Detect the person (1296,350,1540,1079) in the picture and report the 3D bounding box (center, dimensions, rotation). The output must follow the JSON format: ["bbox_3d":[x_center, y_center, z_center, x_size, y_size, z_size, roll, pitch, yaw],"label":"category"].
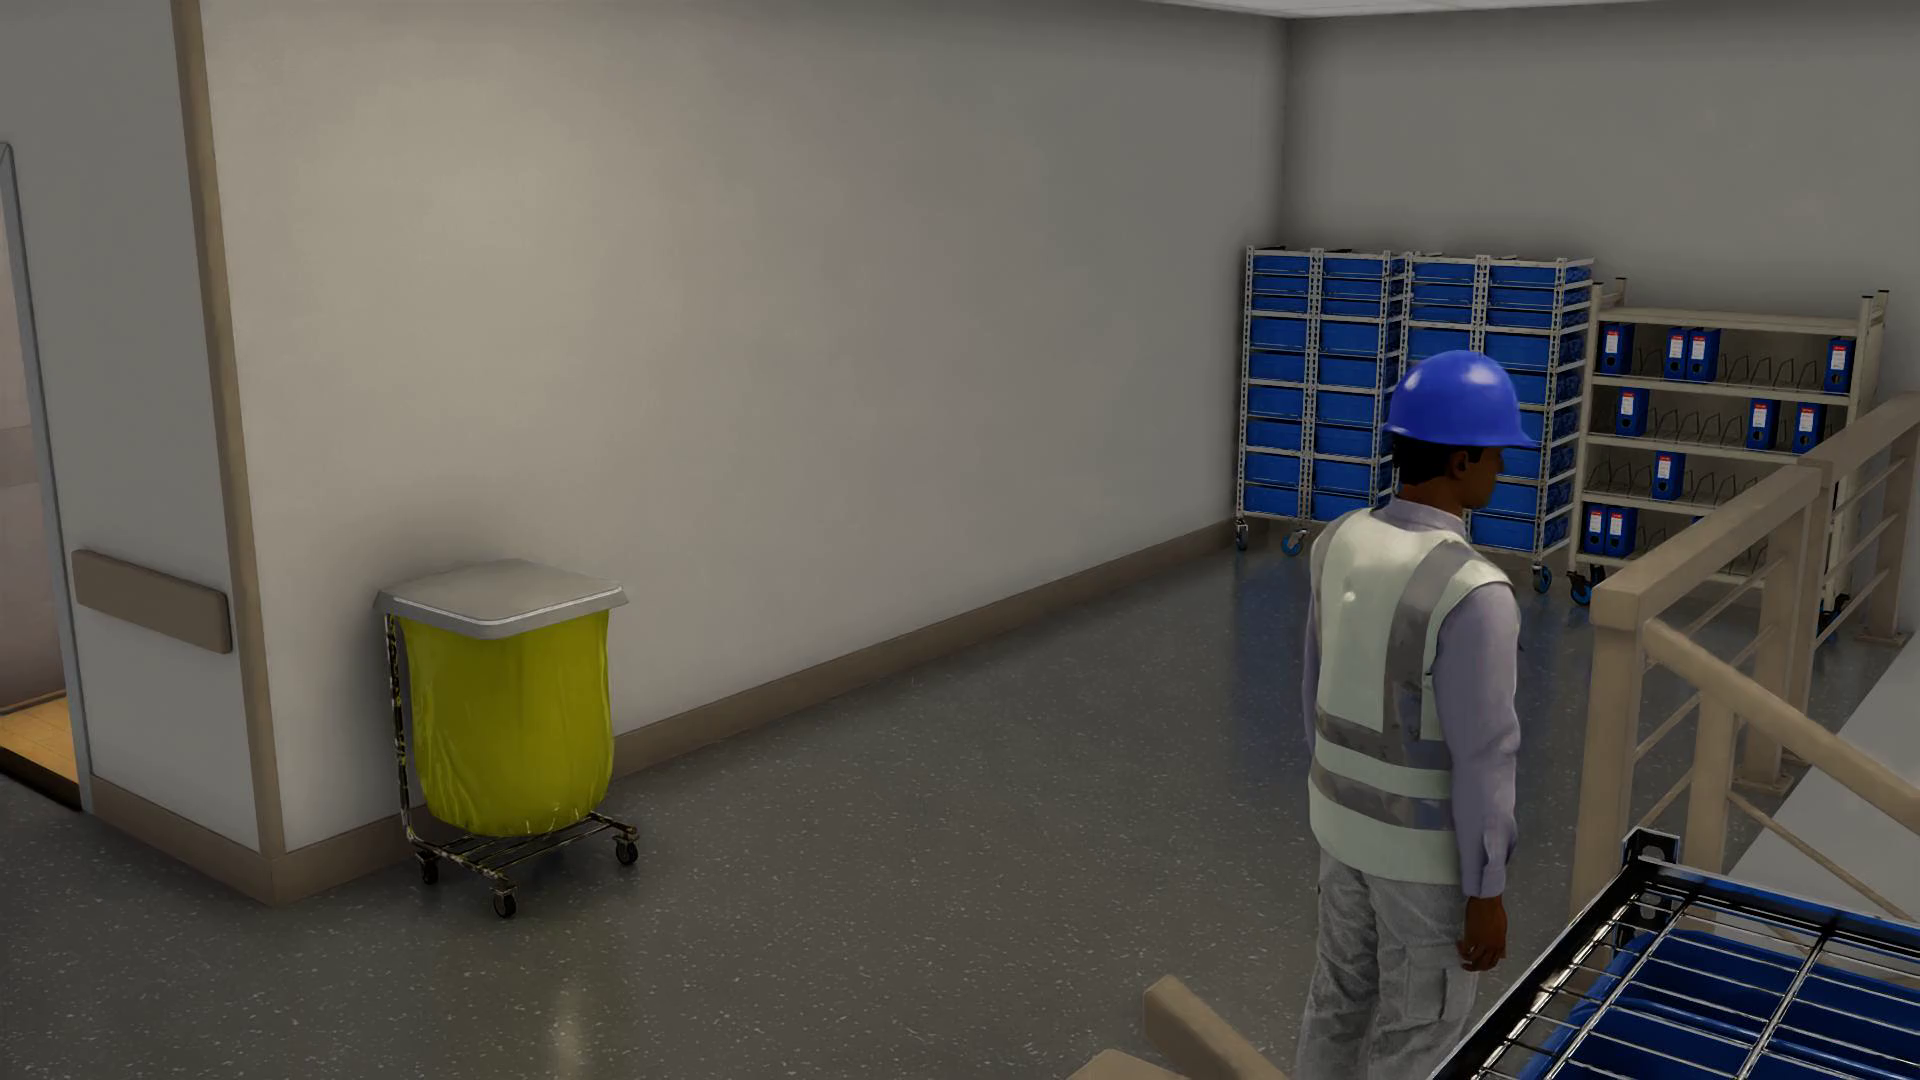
[{"bbox_3d":[0.917,0.588,3.370,0.404,1.943,0.616,-4,14,-18],"label":"person"}]
